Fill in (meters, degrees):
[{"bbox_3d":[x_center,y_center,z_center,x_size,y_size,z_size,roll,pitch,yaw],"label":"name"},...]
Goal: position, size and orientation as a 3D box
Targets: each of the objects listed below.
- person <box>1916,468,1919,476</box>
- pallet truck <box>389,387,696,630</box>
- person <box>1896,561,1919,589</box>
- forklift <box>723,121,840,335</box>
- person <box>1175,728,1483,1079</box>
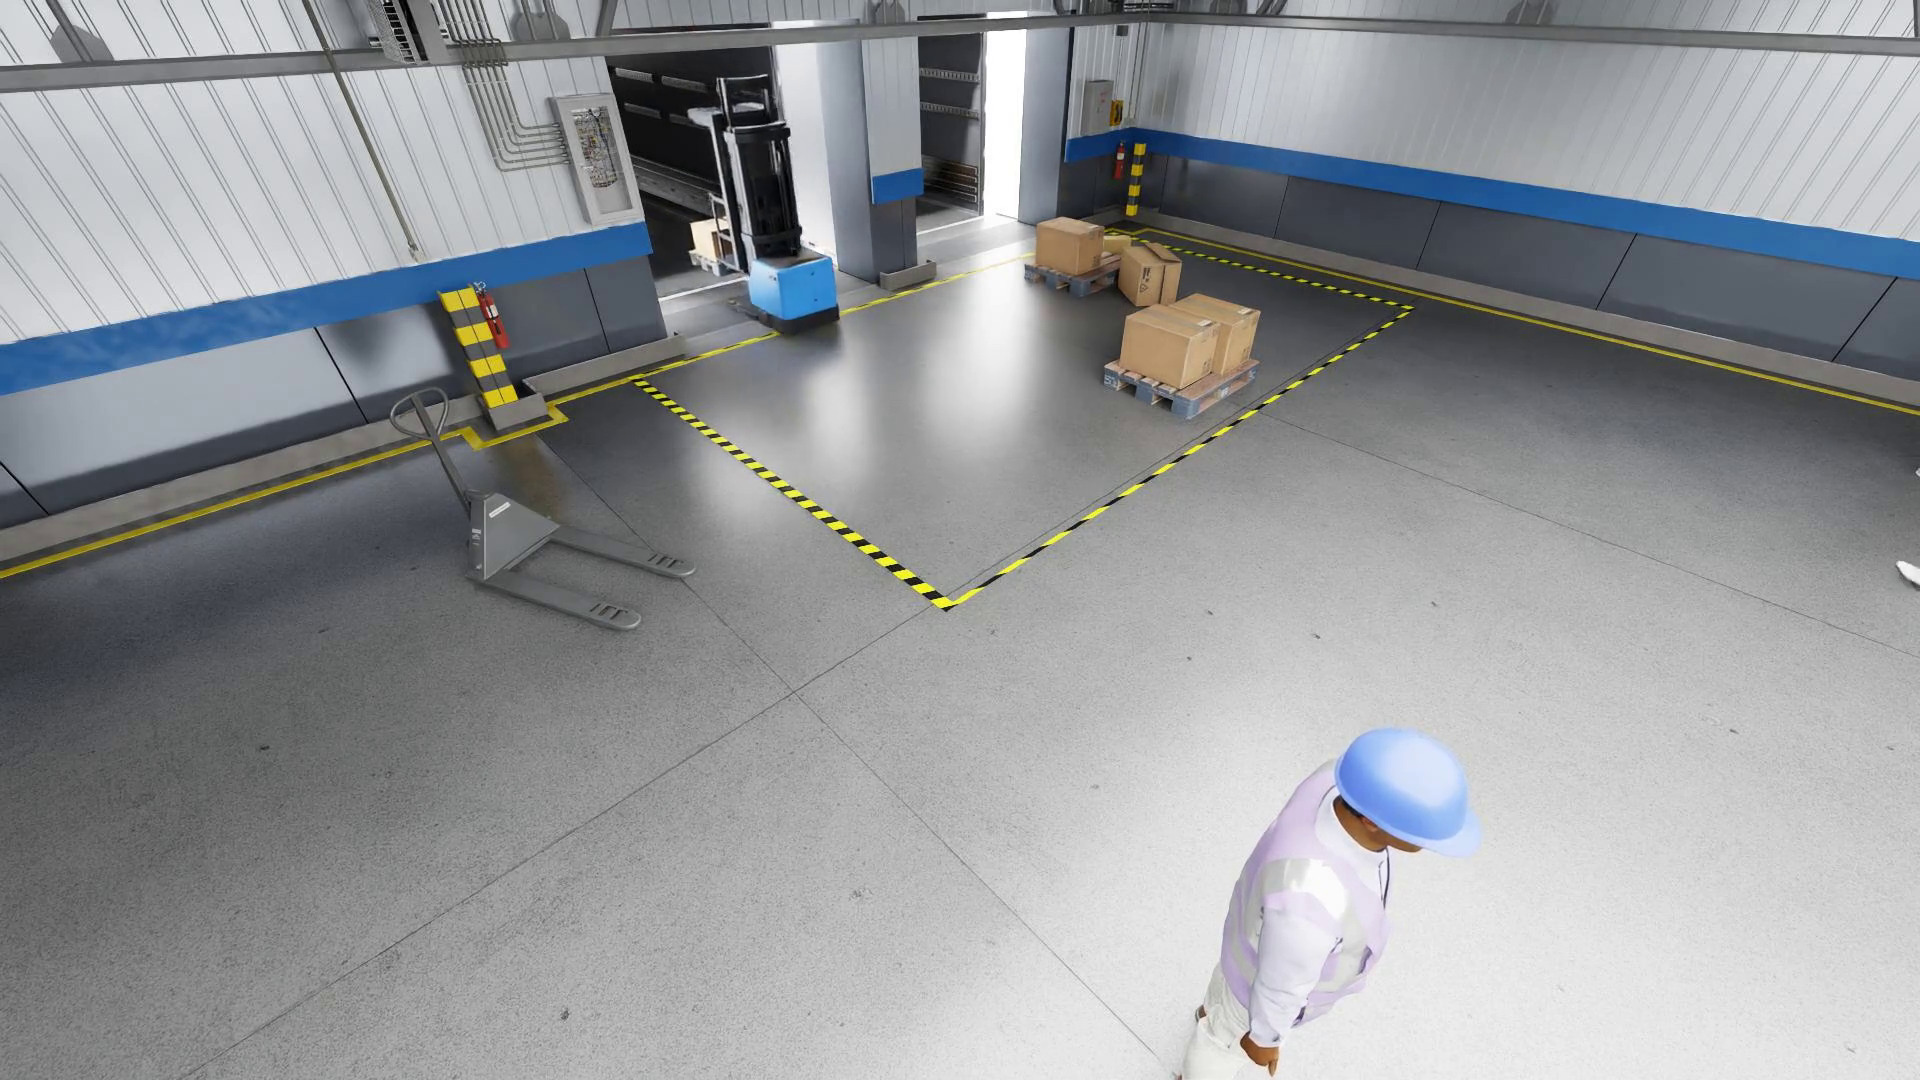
[{"bbox_3d":[7.928,-1.153,5.352,0.484,1.744,0.293,3,38,3],"label":"person"},{"bbox_3d":[-2.613,-0.247,4.593,1.601,1.201,0.680,14,40,17],"label":"pallet truck"},{"bbox_3d":[6.522,-0.181,4.211,0.520,1.597,0.846,-19,41,-23],"label":"person"},{"bbox_3d":[-1.933,-3.353,7.955,0.716,2.013,0.776,-30,47,-33],"label":"forklift"},{"bbox_3d":[0.957,1.199,2.142,0.387,1.948,0.603,22,43,26],"label":"person"}]
